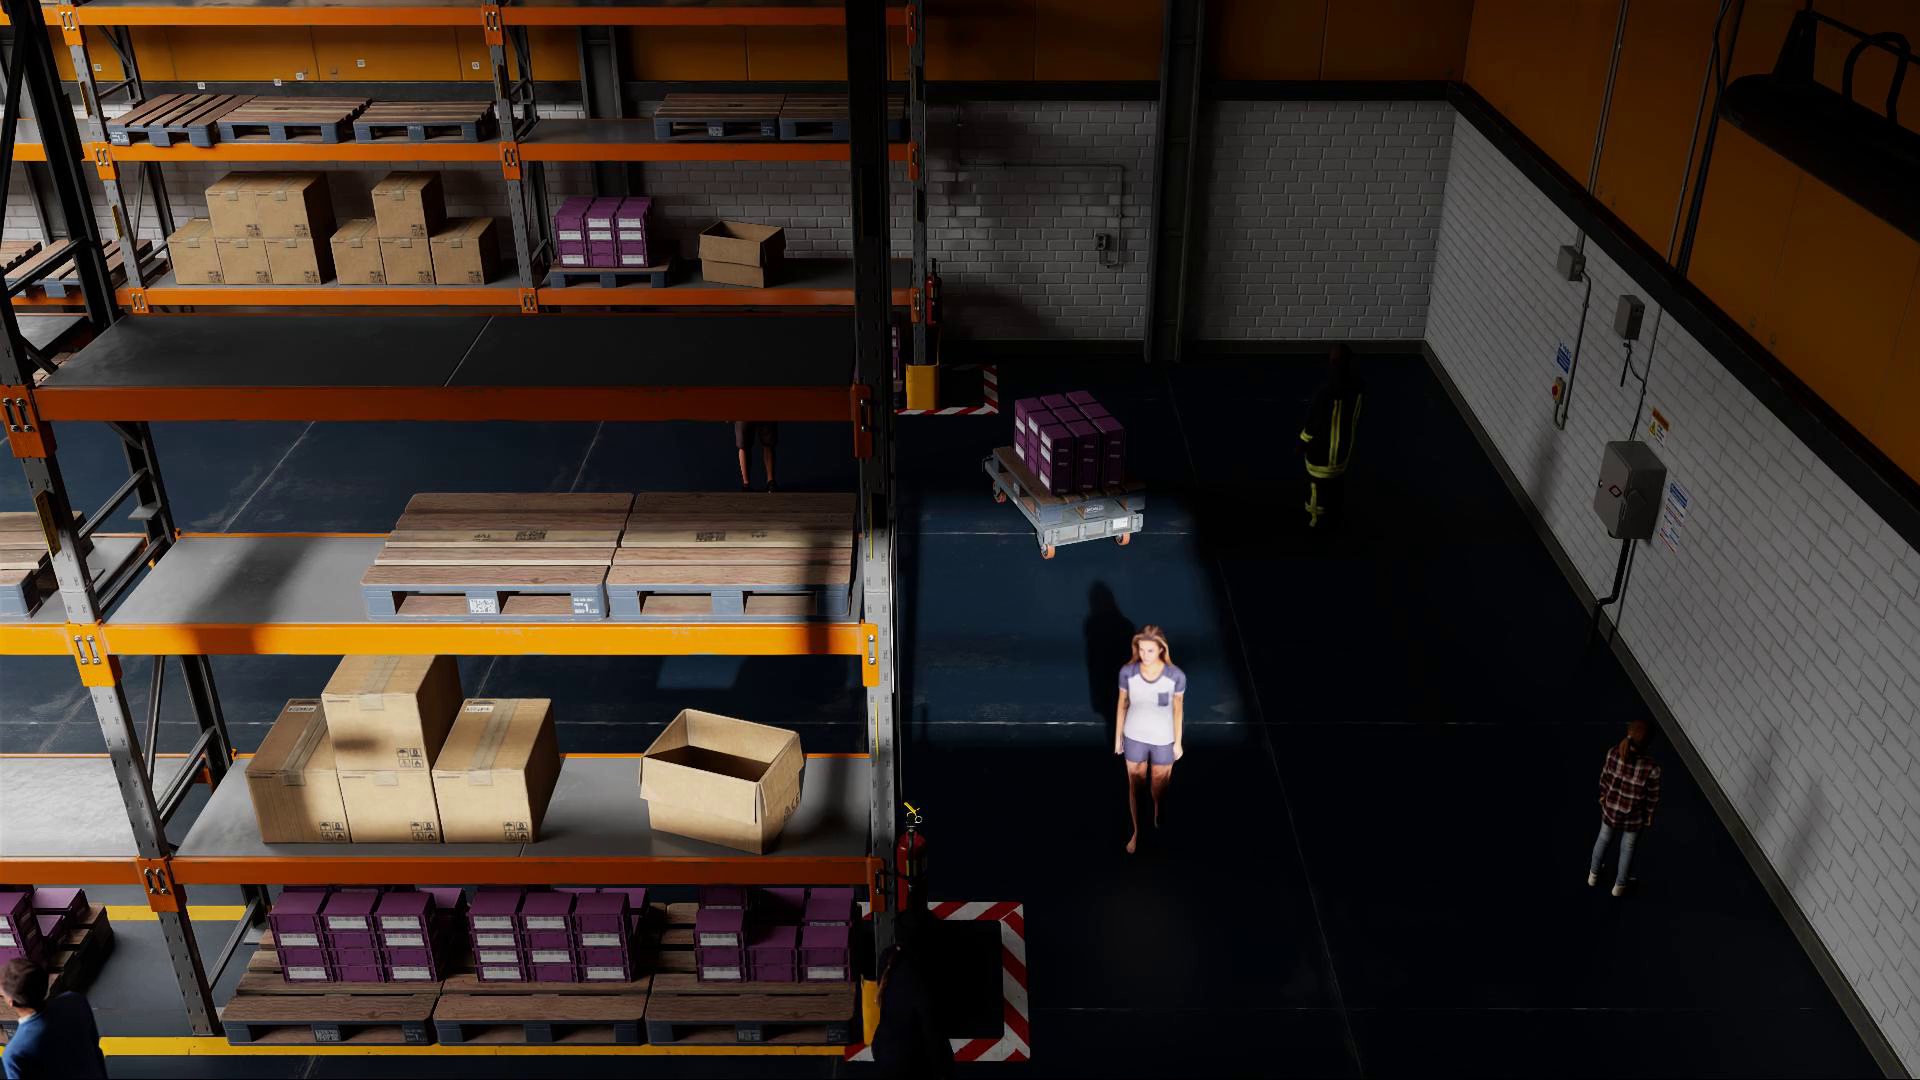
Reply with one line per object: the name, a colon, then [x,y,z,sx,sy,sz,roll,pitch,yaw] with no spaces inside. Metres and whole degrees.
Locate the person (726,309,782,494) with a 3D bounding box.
person: [-1.893,-1.258,15.373,0.584,1.862,0.778,-5,29,-9]

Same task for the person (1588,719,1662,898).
person: [4.226,1.685,10.559,0.683,1.306,0.623,-25,37,-38]

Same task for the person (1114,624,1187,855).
person: [1.262,1.267,10.899,0.718,1.714,0.777,9,30,16]

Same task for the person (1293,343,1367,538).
person: [3.294,-0.880,14.728,0.848,1.817,0.939,-18,34,-30]

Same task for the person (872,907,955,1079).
person: [-0.334,2.648,8.454,1.155,1.631,0.936,-11,30,-19]

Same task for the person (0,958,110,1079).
person: [-4.317,2.743,8.083,0.668,1.819,0.713,8,30,15]
